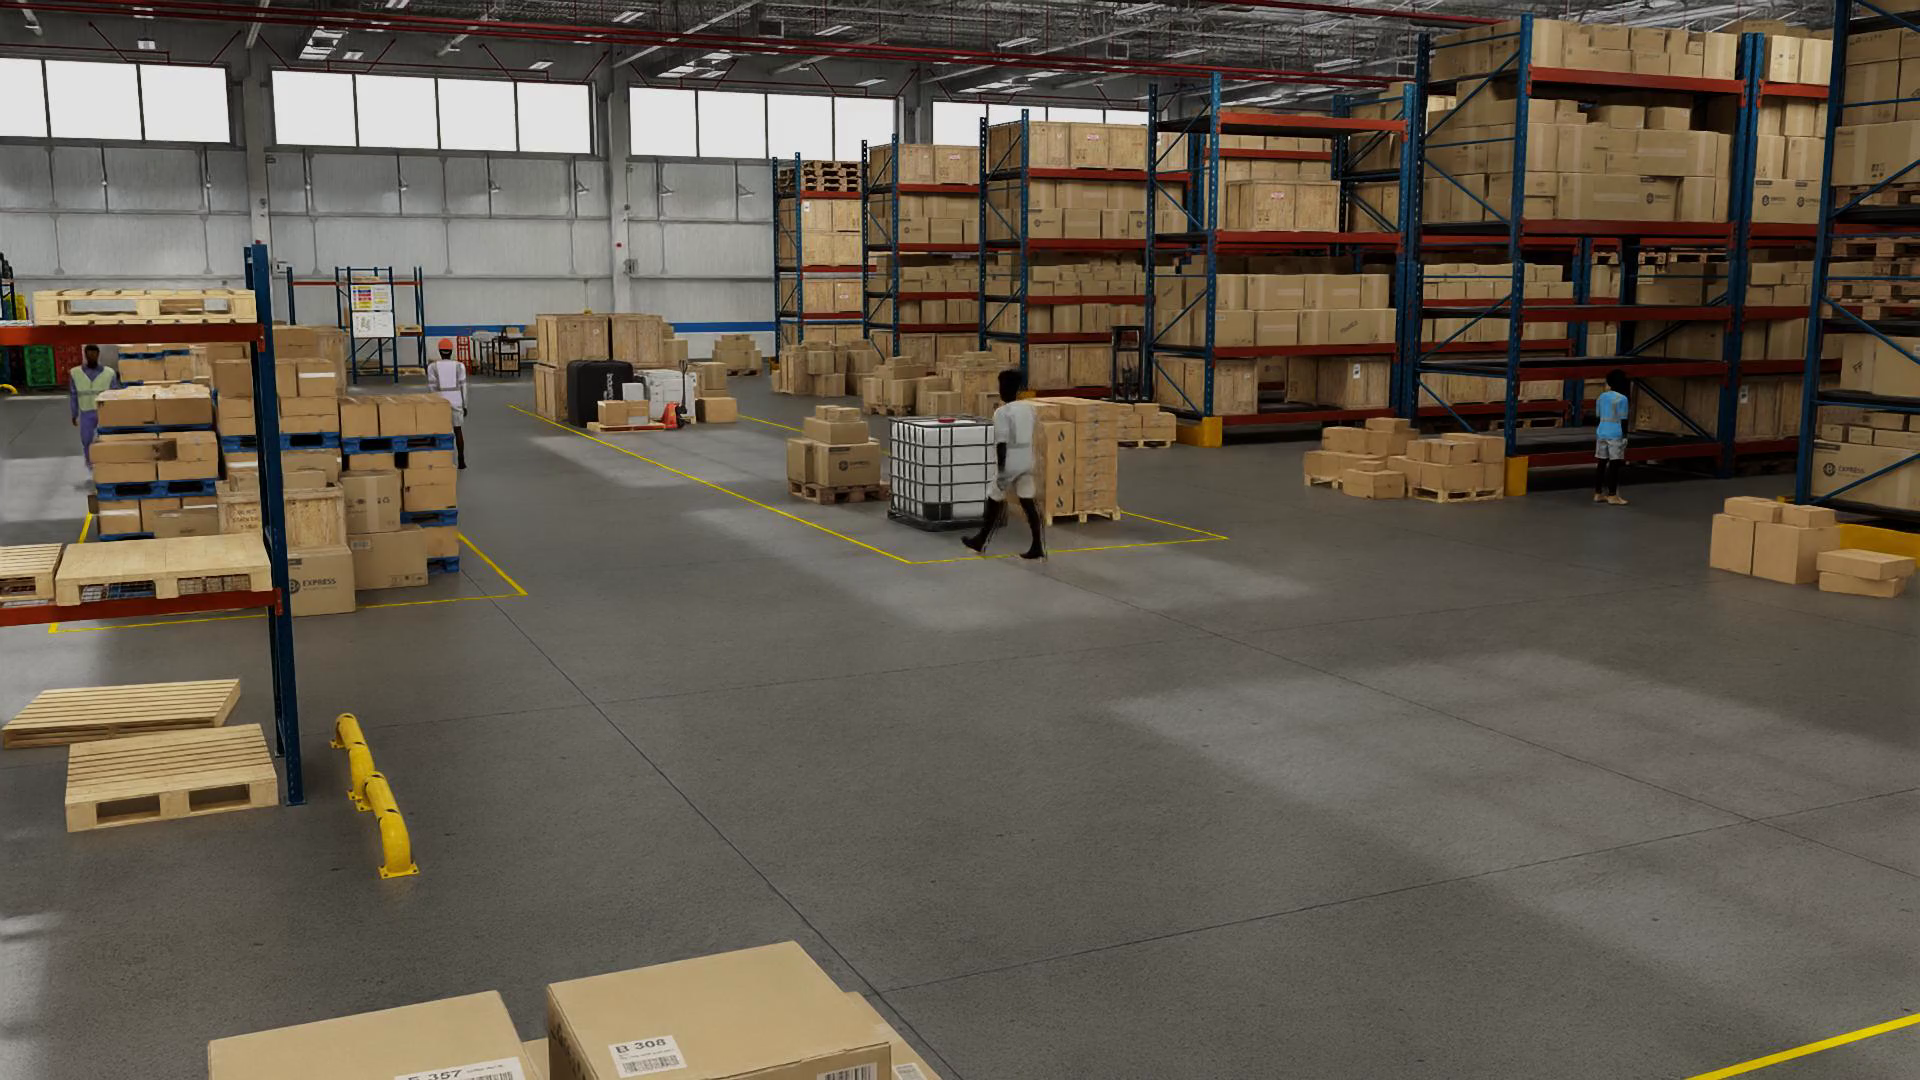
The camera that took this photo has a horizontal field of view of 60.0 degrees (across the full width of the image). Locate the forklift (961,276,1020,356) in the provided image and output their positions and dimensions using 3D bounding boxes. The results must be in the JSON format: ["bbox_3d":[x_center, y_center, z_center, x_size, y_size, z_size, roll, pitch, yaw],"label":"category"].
[{"bbox_3d":[1.041,-4.549,37.310,1.873,2.768,1.129,-4,10,-25],"label":"forklift"}]

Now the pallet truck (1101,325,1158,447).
[{"bbox_3d":[2.881,-2.596,27.923,0.823,1.965,1.885,-1,9,-7],"label":"pallet truck"}]

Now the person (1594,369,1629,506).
[{"bbox_3d":[8.107,-1.275,20.663,0.318,1.697,0.535,-3,10,-17],"label":"person"}]

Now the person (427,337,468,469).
[{"bbox_3d":[-7.498,-1.993,24.367,0.552,1.937,0.356,-4,10,-22],"label":"person"}]

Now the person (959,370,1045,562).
[{"bbox_3d":[0.459,-0.750,16.718,0.998,1.910,0.633,8,12,42],"label":"person"}]

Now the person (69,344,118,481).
[{"bbox_3d":[-11.968,-1.750,23.023,0.608,1.889,0.773,-4,10,-23],"label":"person"}]

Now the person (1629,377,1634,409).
[{"bbox_3d":[11.977,-2.752,29.321,0.744,1.866,0.530,5,11,30],"label":"person"}]
